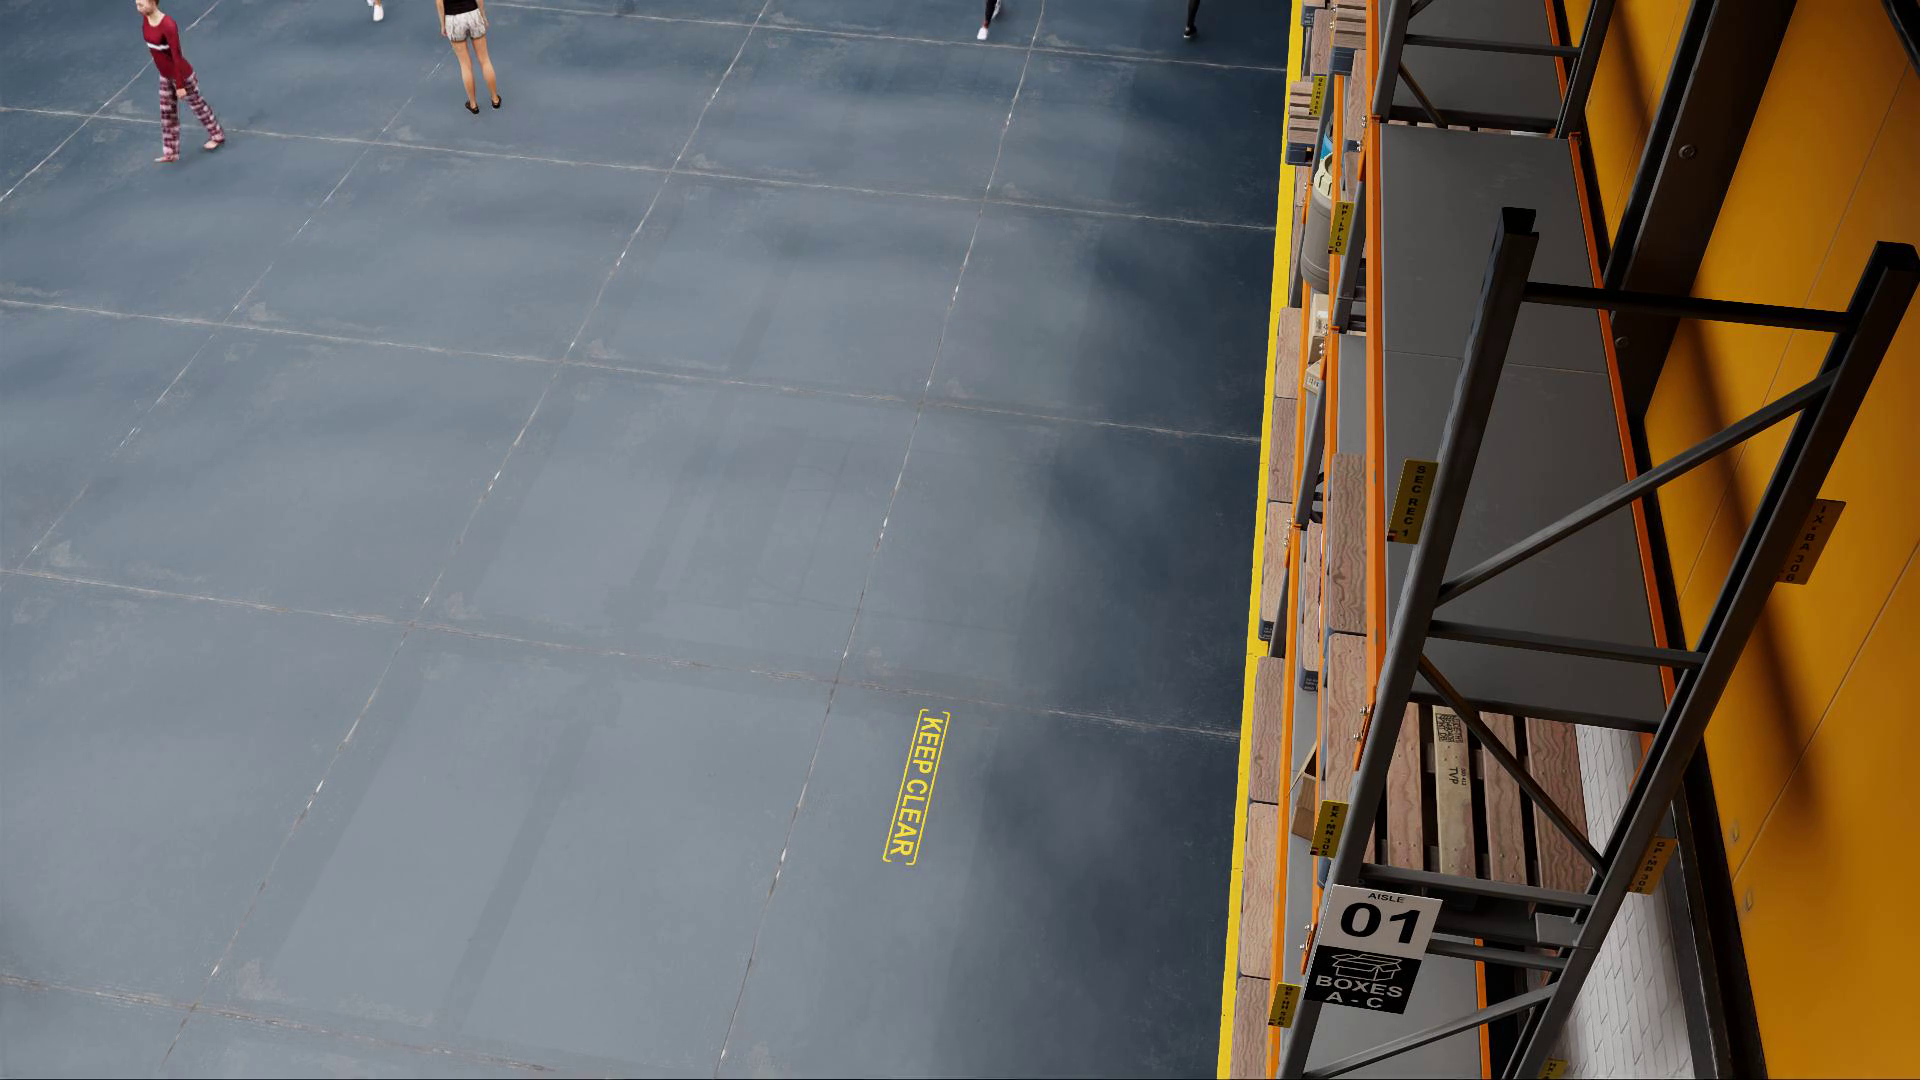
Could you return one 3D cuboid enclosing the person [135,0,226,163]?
[{"bbox_3d":[-7.206,-4.353,15.422,0.864,1.672,1.075,22,48,21],"label":"person"}]

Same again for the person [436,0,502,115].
[{"bbox_3d":[-4.760,-4.988,15.960,0.695,1.849,0.708,-16,46,-16],"label":"person"}]
